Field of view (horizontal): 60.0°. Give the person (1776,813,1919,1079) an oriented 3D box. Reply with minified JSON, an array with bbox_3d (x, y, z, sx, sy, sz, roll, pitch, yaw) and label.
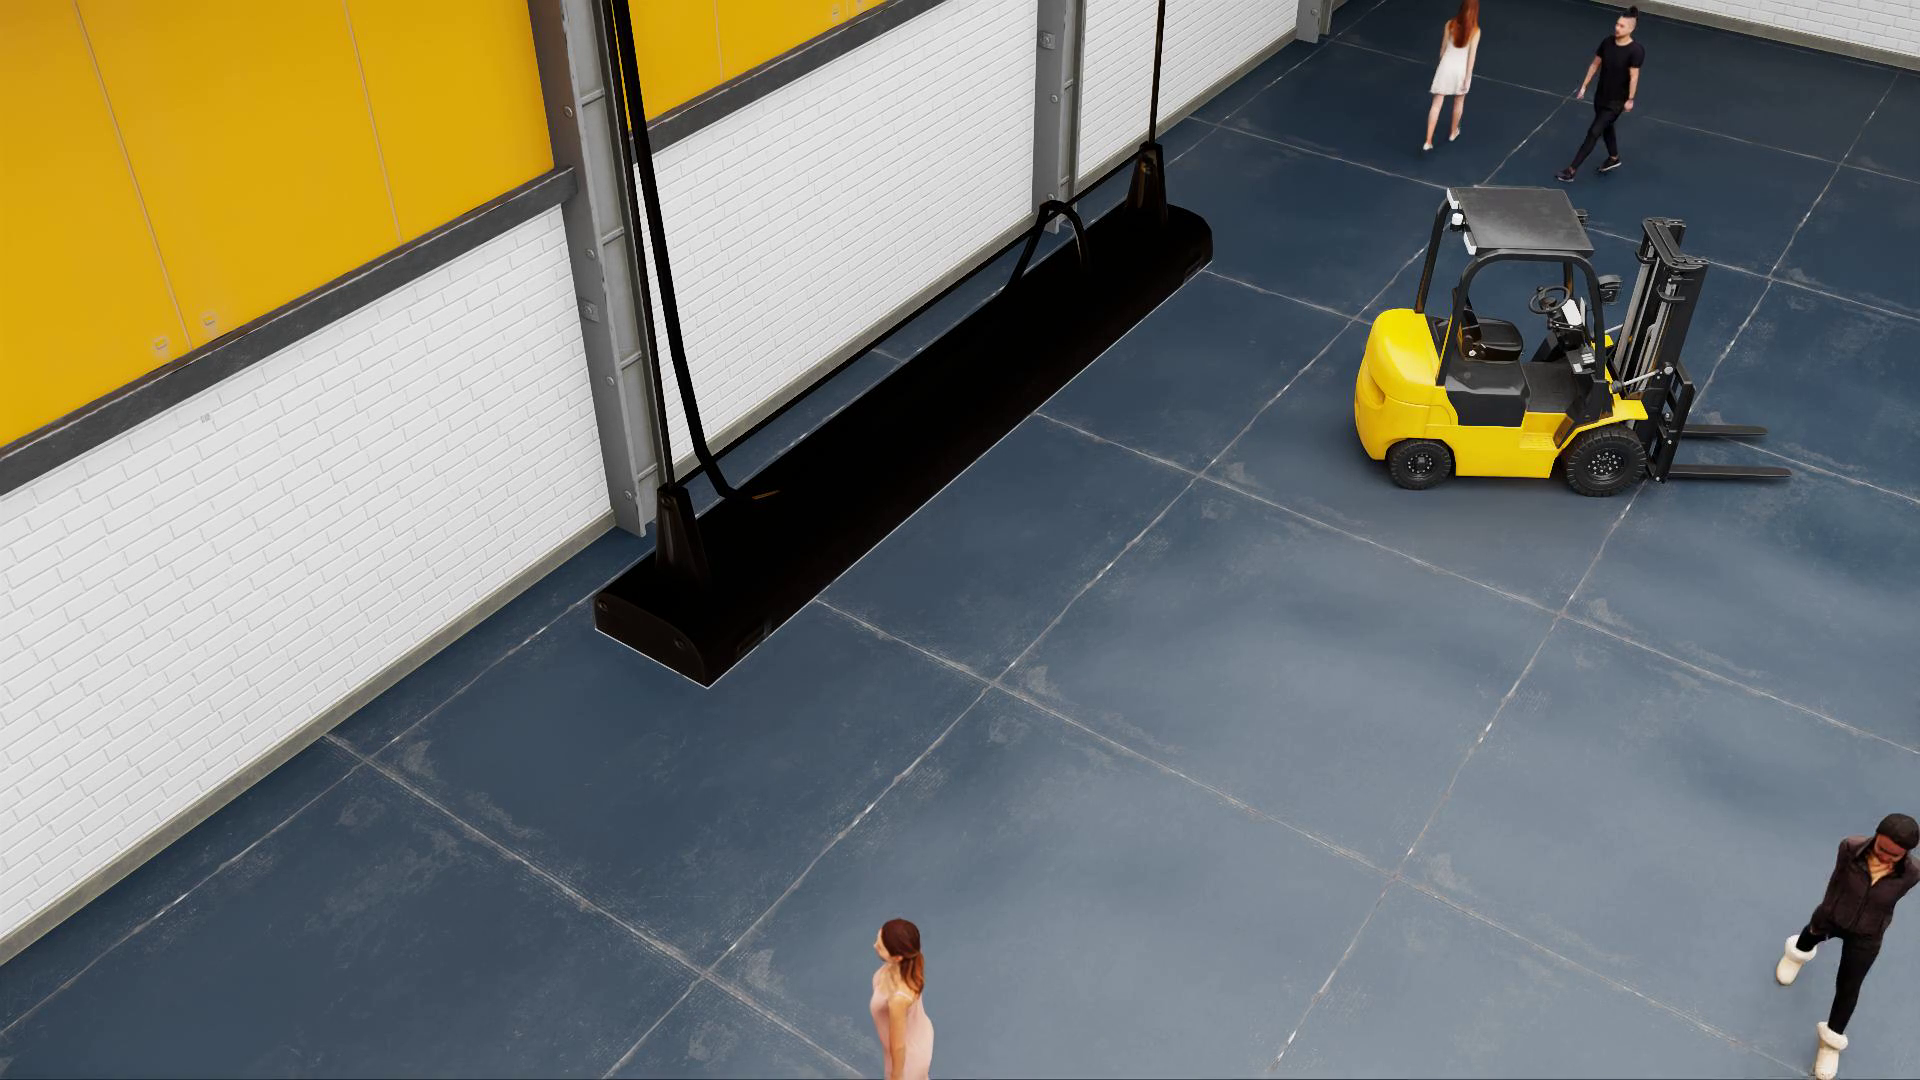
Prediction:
[{"bbox_3d":[4.727,2.131,8.898,0.616,1.653,1.084,22,44,25],"label":"person"}]

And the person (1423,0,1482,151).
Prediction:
[{"bbox_3d":[5.237,-4.968,17.758,0.672,1.691,1.054,17,42,20],"label":"person"}]

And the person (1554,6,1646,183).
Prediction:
[{"bbox_3d":[6.779,-4.601,17.199,1.295,1.815,1.078,-17,42,-20],"label":"person"}]

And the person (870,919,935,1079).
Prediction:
[{"bbox_3d":[-0.253,2.511,8.281,0.729,1.830,0.621,4,39,5],"label":"person"}]
